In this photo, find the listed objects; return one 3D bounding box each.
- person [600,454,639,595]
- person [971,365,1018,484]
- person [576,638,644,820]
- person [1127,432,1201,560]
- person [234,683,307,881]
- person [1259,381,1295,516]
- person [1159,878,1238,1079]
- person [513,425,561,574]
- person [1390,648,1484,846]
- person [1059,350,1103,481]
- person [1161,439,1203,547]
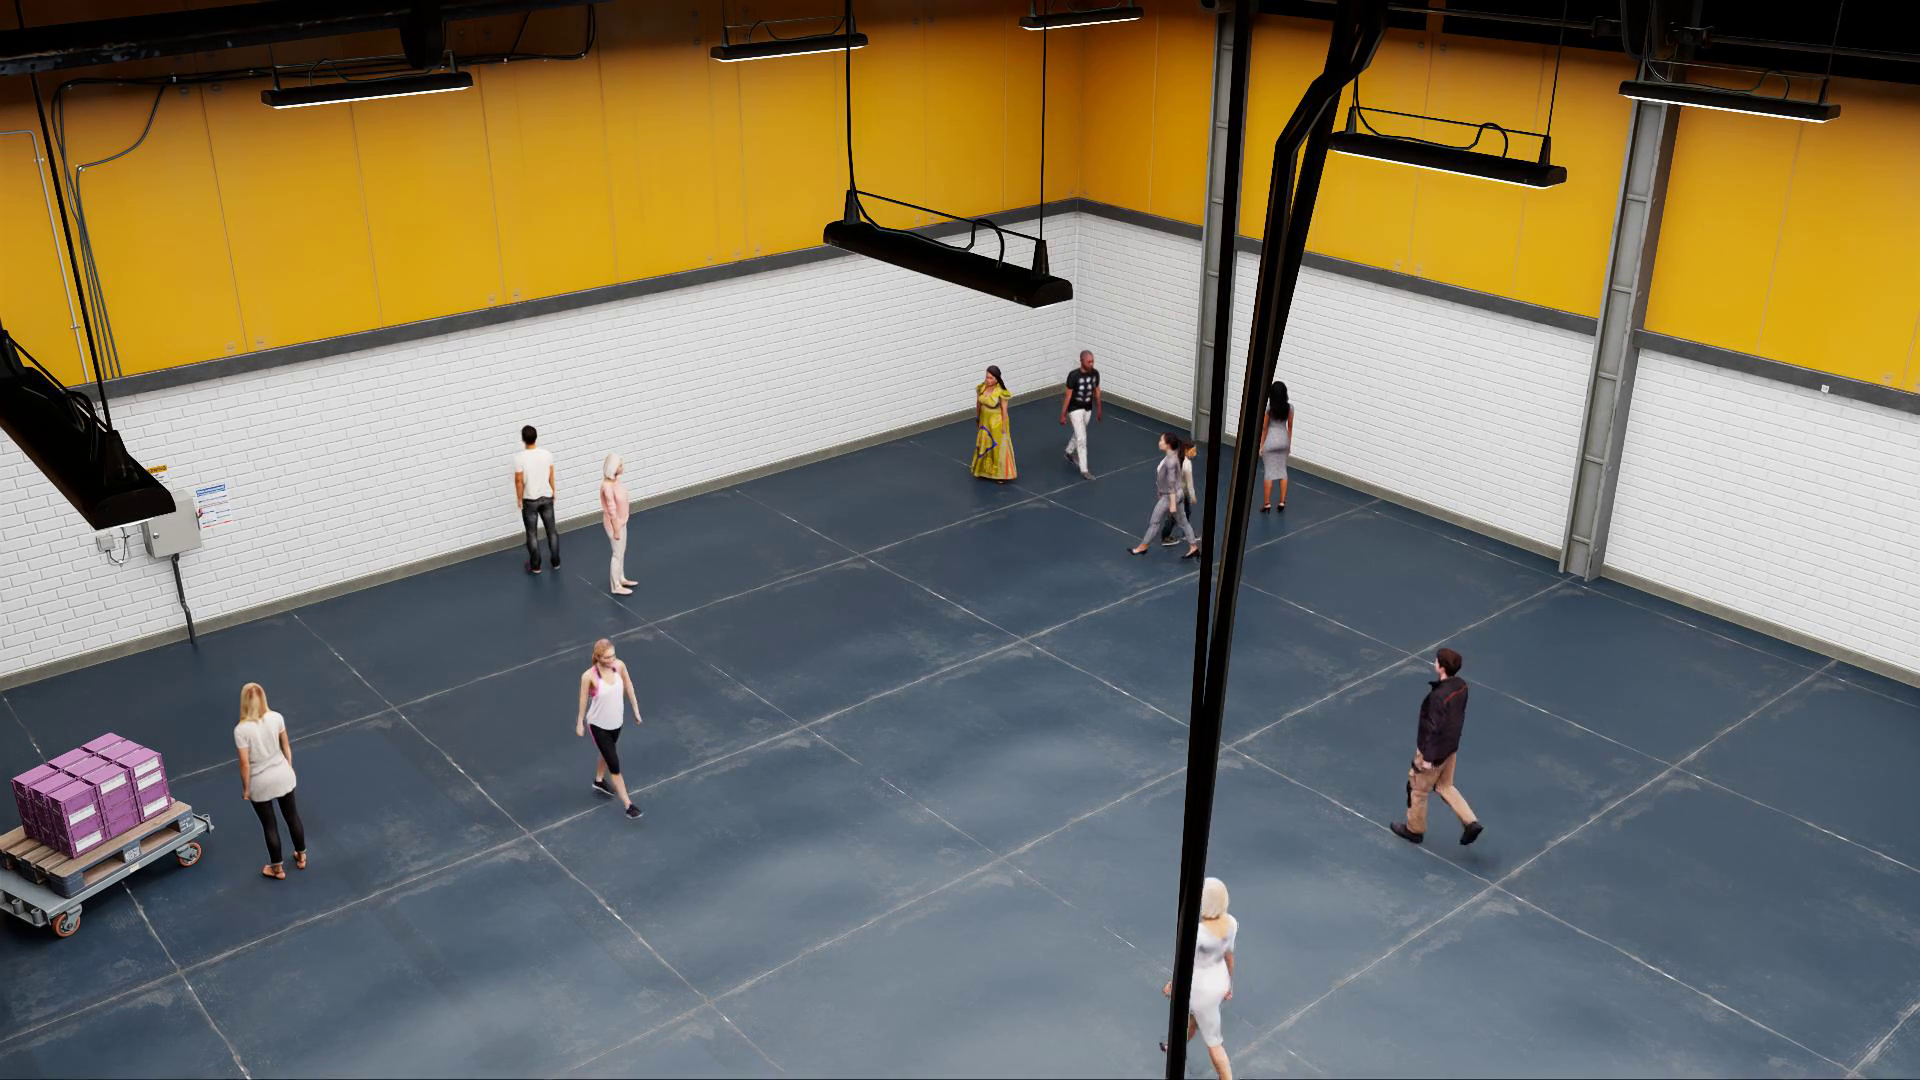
[{"bbox_3d":[-3.987,-0.199,19.223,0.740,1.723,0.654,-1,24,-2],"label":"person"},{"bbox_3d":[0.444,-1.579,22.473,0.809,1.649,1.018,15,28,31],"label":"person"},{"bbox_3d":[-3.235,1.636,15.009,1.137,1.736,0.750,21,31,39],"label":"person"},{"bbox_3d":[2.615,-0.464,19.961,1.209,1.618,1.048,6,24,14],"label":"person"},{"bbox_3d":[-5.811,2.022,14.013,0.562,1.826,0.627,20,31,38],"label":"person"},{"bbox_3d":[4.073,-1.189,21.415,0.663,1.780,0.686,-3,24,-7],"label":"person"},{"bbox_3d":[1.773,3.174,11.529,0.580,1.706,1.078,-19,30,-36],"label":"person"},{"bbox_3d":[-5.032,-0.493,19.808,0.664,1.793,0.590,-14,27,-28],"label":"person"},{"bbox_3d":[4.189,1.839,14.330,1.062,1.908,0.775,20,31,38],"label":"person"},{"bbox_3d":[1.611,-1.748,22.725,0.844,1.757,1.285,-14,27,-29],"label":"person"},{"bbox_3d":[2.660,-0.596,20.489,0.887,1.437,0.830,-3,24,-8],"label":"person"}]
